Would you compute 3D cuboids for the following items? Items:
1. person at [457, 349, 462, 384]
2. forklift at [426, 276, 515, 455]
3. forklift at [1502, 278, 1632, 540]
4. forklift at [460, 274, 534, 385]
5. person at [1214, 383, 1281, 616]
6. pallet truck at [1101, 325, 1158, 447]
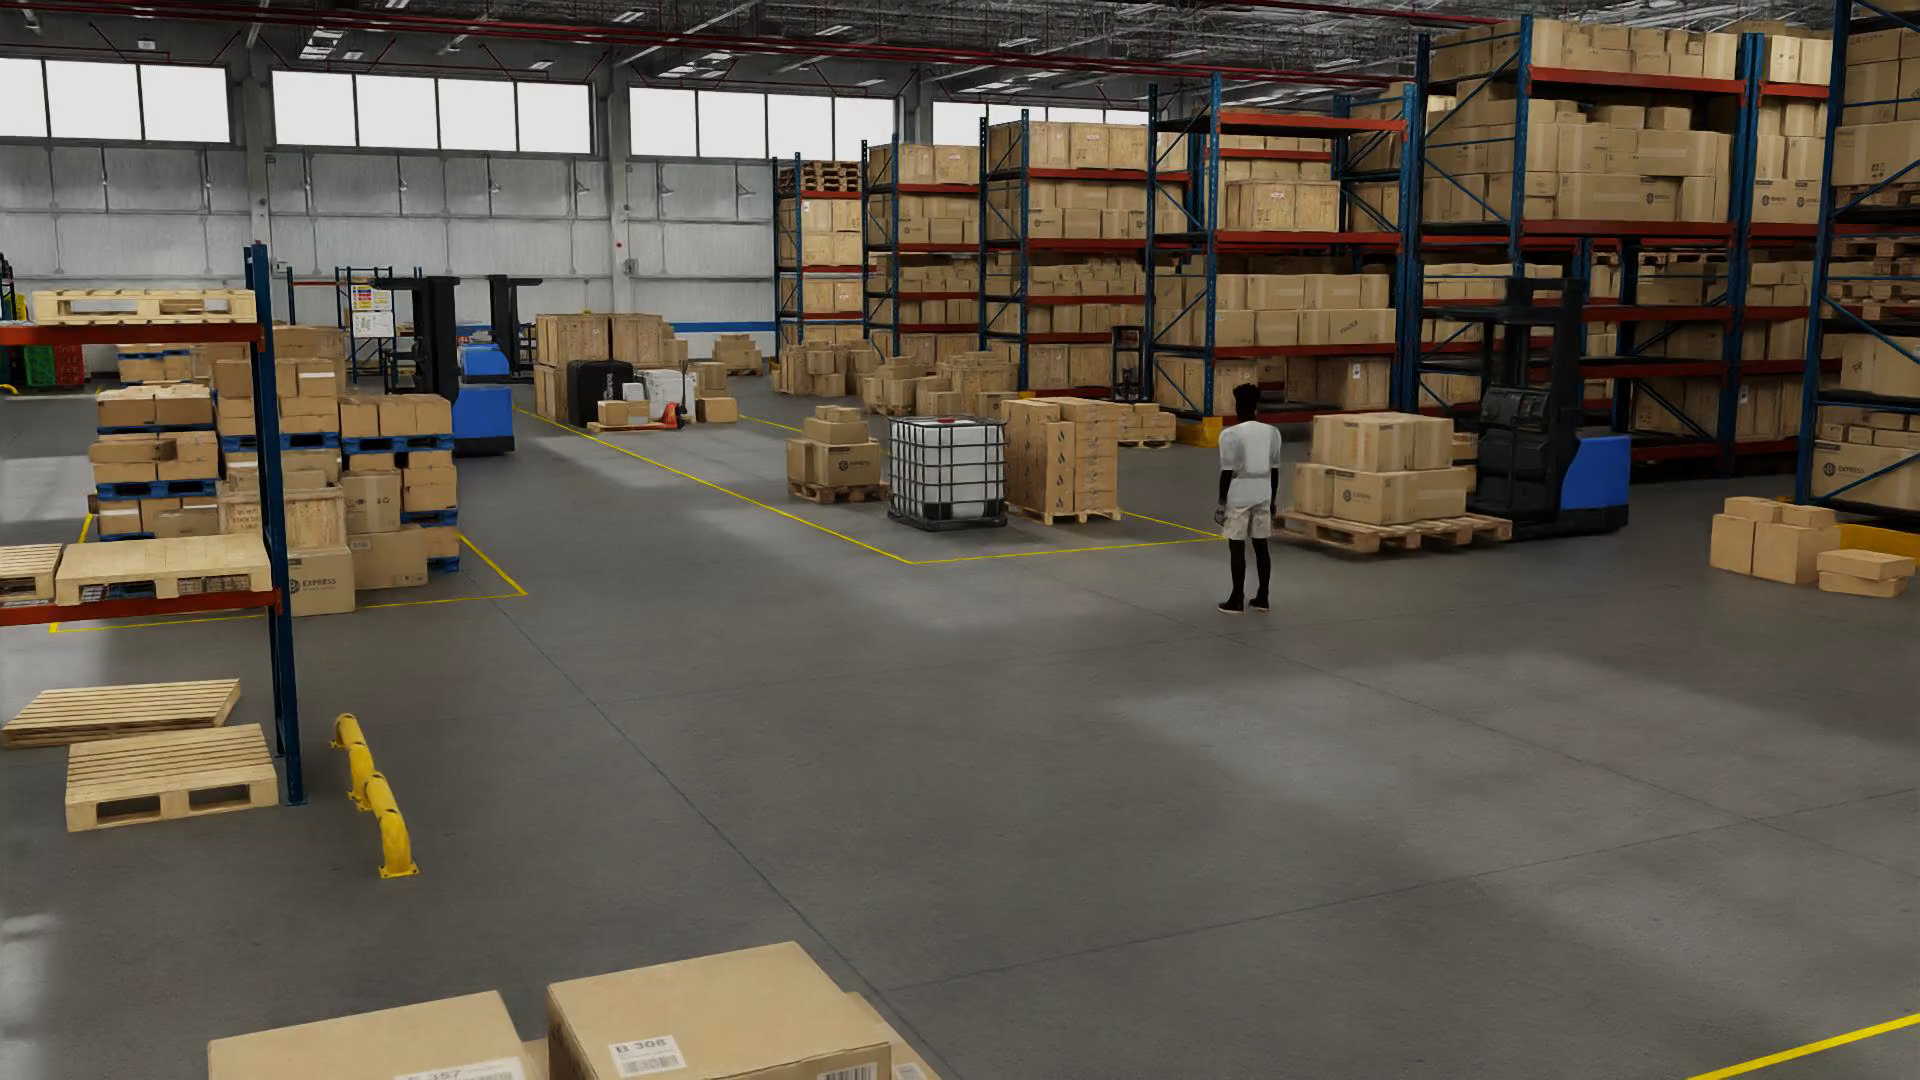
[{"bbox_3d":[-8.708,-2.607,27.998,0.623,1.992,0.396,-4,10,-25],"label":"person"},{"bbox_3d":[-8.069,-2.737,26.069,1.873,2.768,1.129,-4,10,-25],"label":"forklift"},{"bbox_3d":[6.417,-1.497,18.376,1.873,2.768,1.129,-4,10,-25],"label":"forklift"},{"bbox_3d":[-11.703,-5.343,42.233,1.873,2.768,1.129,-4,10,-25],"label":"forklift"},{"bbox_3d":[2.420,-0.344,14.055,0.613,1.962,0.367,-4,10,-25],"label":"person"},{"bbox_3d":[2.881,-2.596,27.923,0.823,1.965,1.885,-1,9,-7],"label":"pallet truck"}]
